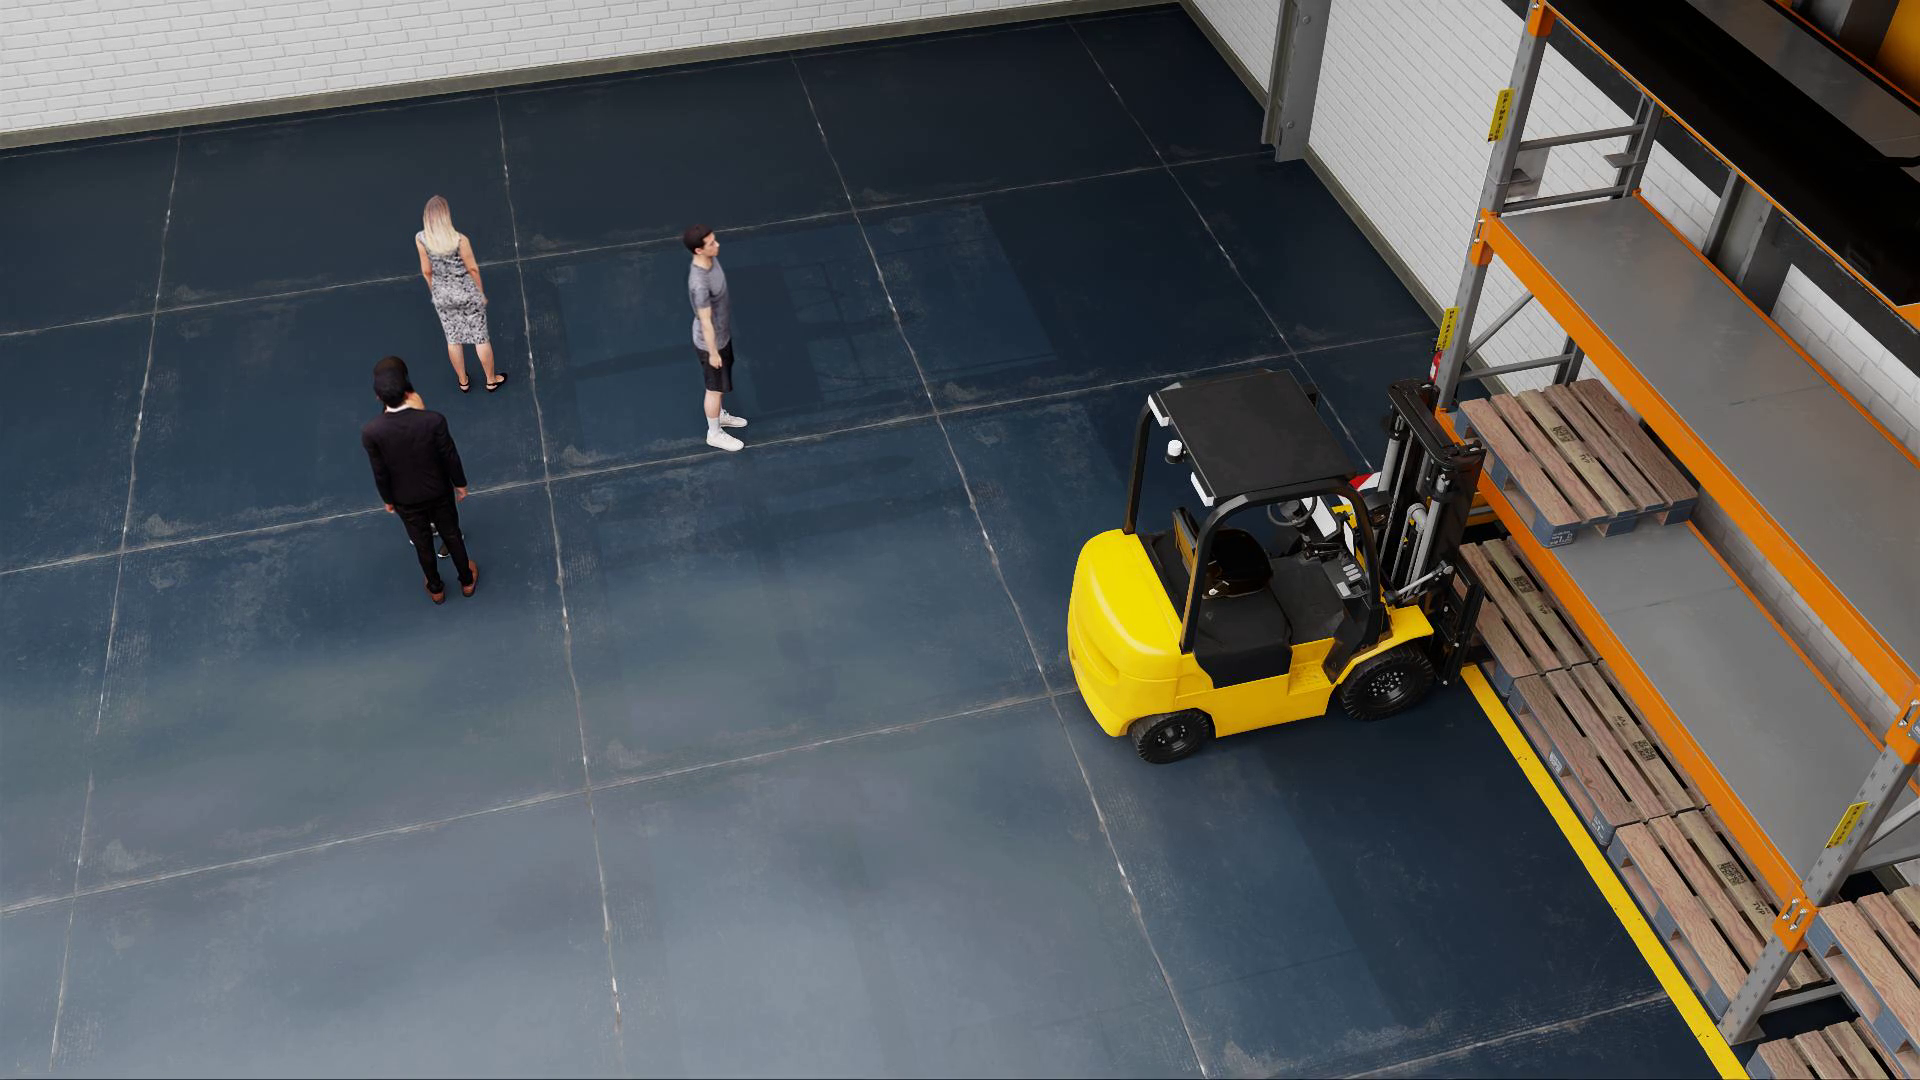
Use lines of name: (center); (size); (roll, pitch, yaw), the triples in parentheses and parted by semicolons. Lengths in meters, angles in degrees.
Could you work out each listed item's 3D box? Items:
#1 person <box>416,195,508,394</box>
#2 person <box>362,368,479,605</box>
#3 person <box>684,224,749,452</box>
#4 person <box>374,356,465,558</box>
person: (-3.828, -1.846, 12.645); (0.632, 1.703, 0.593); (2, 44, 3)
person: (-3.549, -0.340, 10.934); (0.720, 1.882, 0.570); (-15, 46, -15)
person: (-1.820, -1.508, 12.168); (0.774, 1.871, 0.581); (1, 44, 1)
person: (-3.709, -0.593, 11.372); (0.612, 1.644, 0.675); (23, 48, 22)
